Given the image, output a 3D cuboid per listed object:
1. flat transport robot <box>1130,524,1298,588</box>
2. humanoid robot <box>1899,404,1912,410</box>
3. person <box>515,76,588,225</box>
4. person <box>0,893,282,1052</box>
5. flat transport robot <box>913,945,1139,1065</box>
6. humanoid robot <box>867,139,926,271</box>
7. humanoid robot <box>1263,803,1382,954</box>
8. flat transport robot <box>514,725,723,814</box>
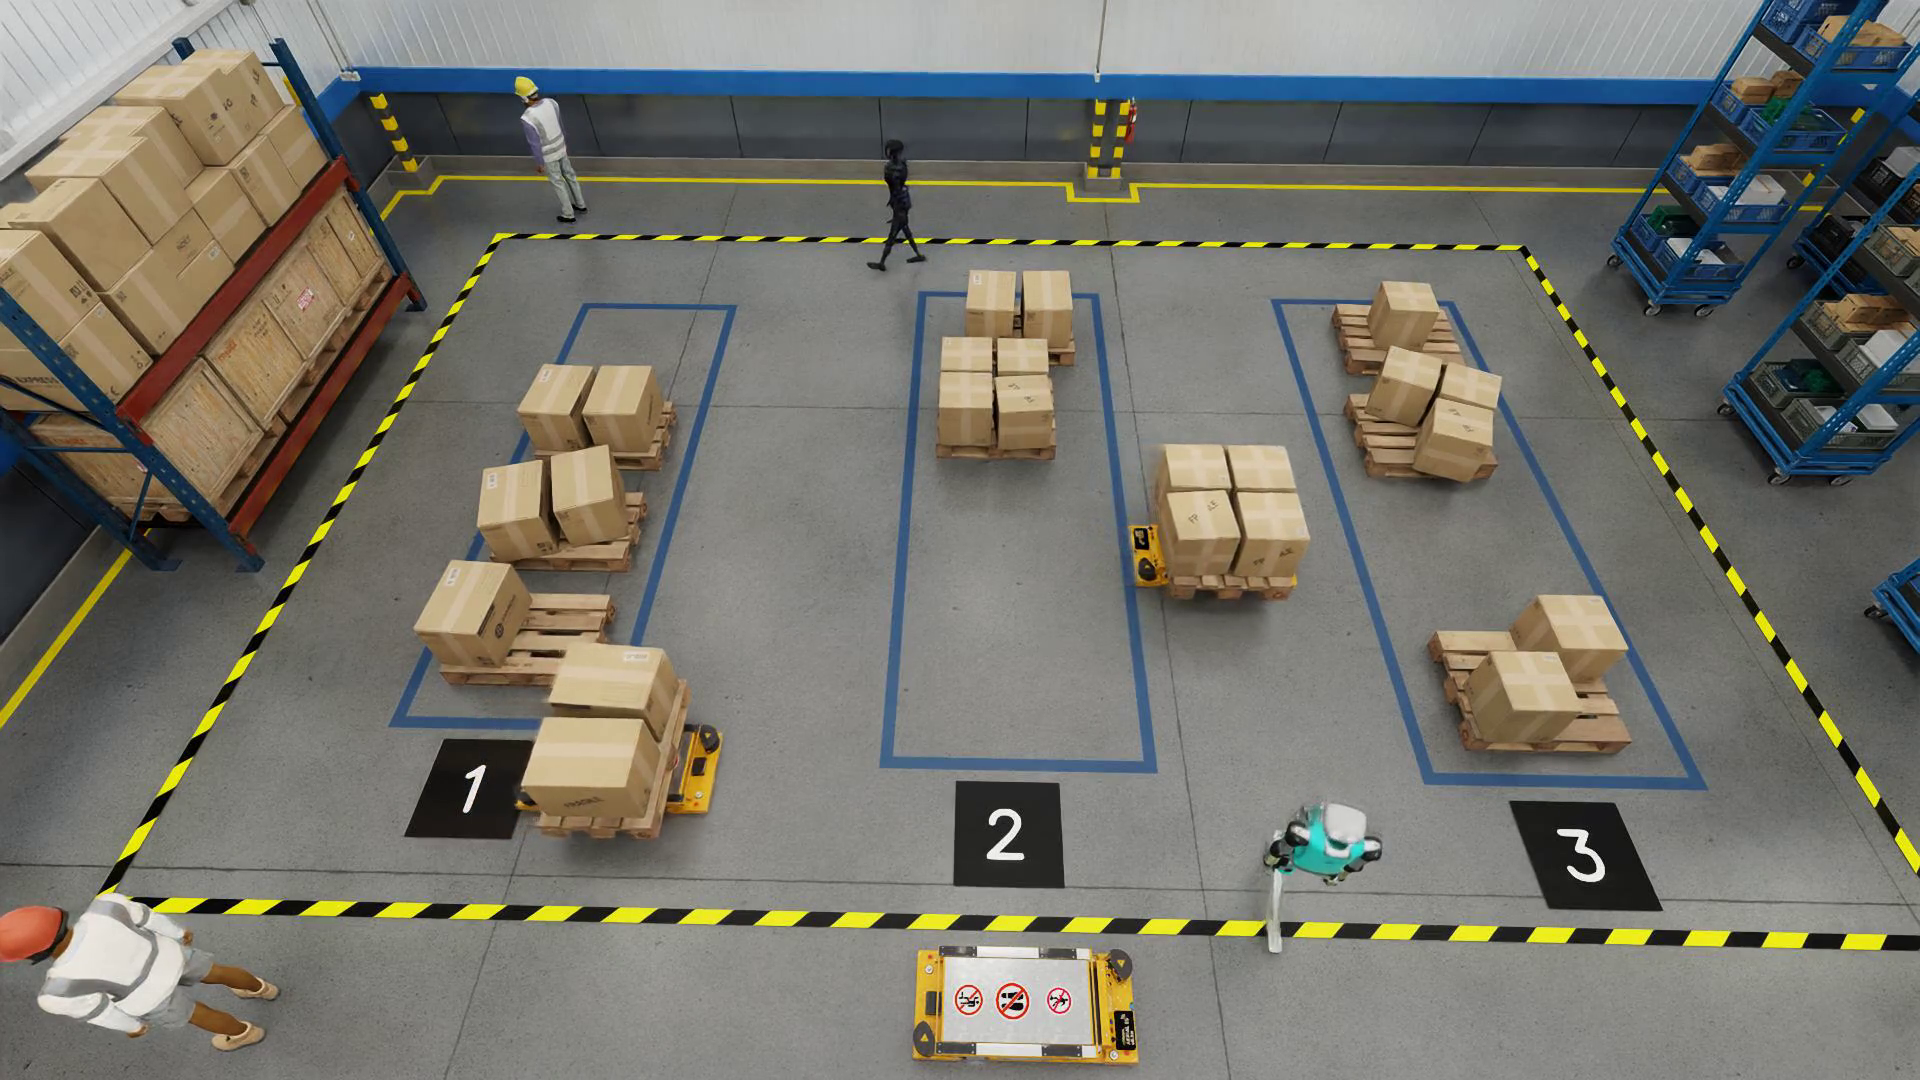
[{"bbox_3d":[2.312,0.116,8.373,1.431,0.197,0.652,1,51,1],"label":"flat transport robot"},{"bbox_3d":[10.067,-2.004,9.220,0.563,1.639,0.609,-31,57,-23],"label":"humanoid robot"},{"bbox_3d":[-5.108,-4.842,11.425,0.404,1.830,0.587,17,53,13],"label":"person"},{"bbox_3d":[-4.687,2.520,5.285,0.362,2.048,0.609,-2,51,-2],"label":"person"},{"bbox_3d":[0.422,3.041,6.007,1.431,0.231,0.659,1,51,1],"label":"flat transport robot"},{"bbox_3d":[-0.783,-3.947,10.815,0.761,1.625,0.588,-7,51,-6],"label":"humanoid robot"},{"bbox_3d":[2.245,1.944,5.988,0.539,1.745,1.066,10,51,8],"label":"humanoid robot"},{"bbox_3d":[-2.606,1.742,7.047,1.431,0.197,0.652,1,51,1],"label":"flat transport robot"}]
